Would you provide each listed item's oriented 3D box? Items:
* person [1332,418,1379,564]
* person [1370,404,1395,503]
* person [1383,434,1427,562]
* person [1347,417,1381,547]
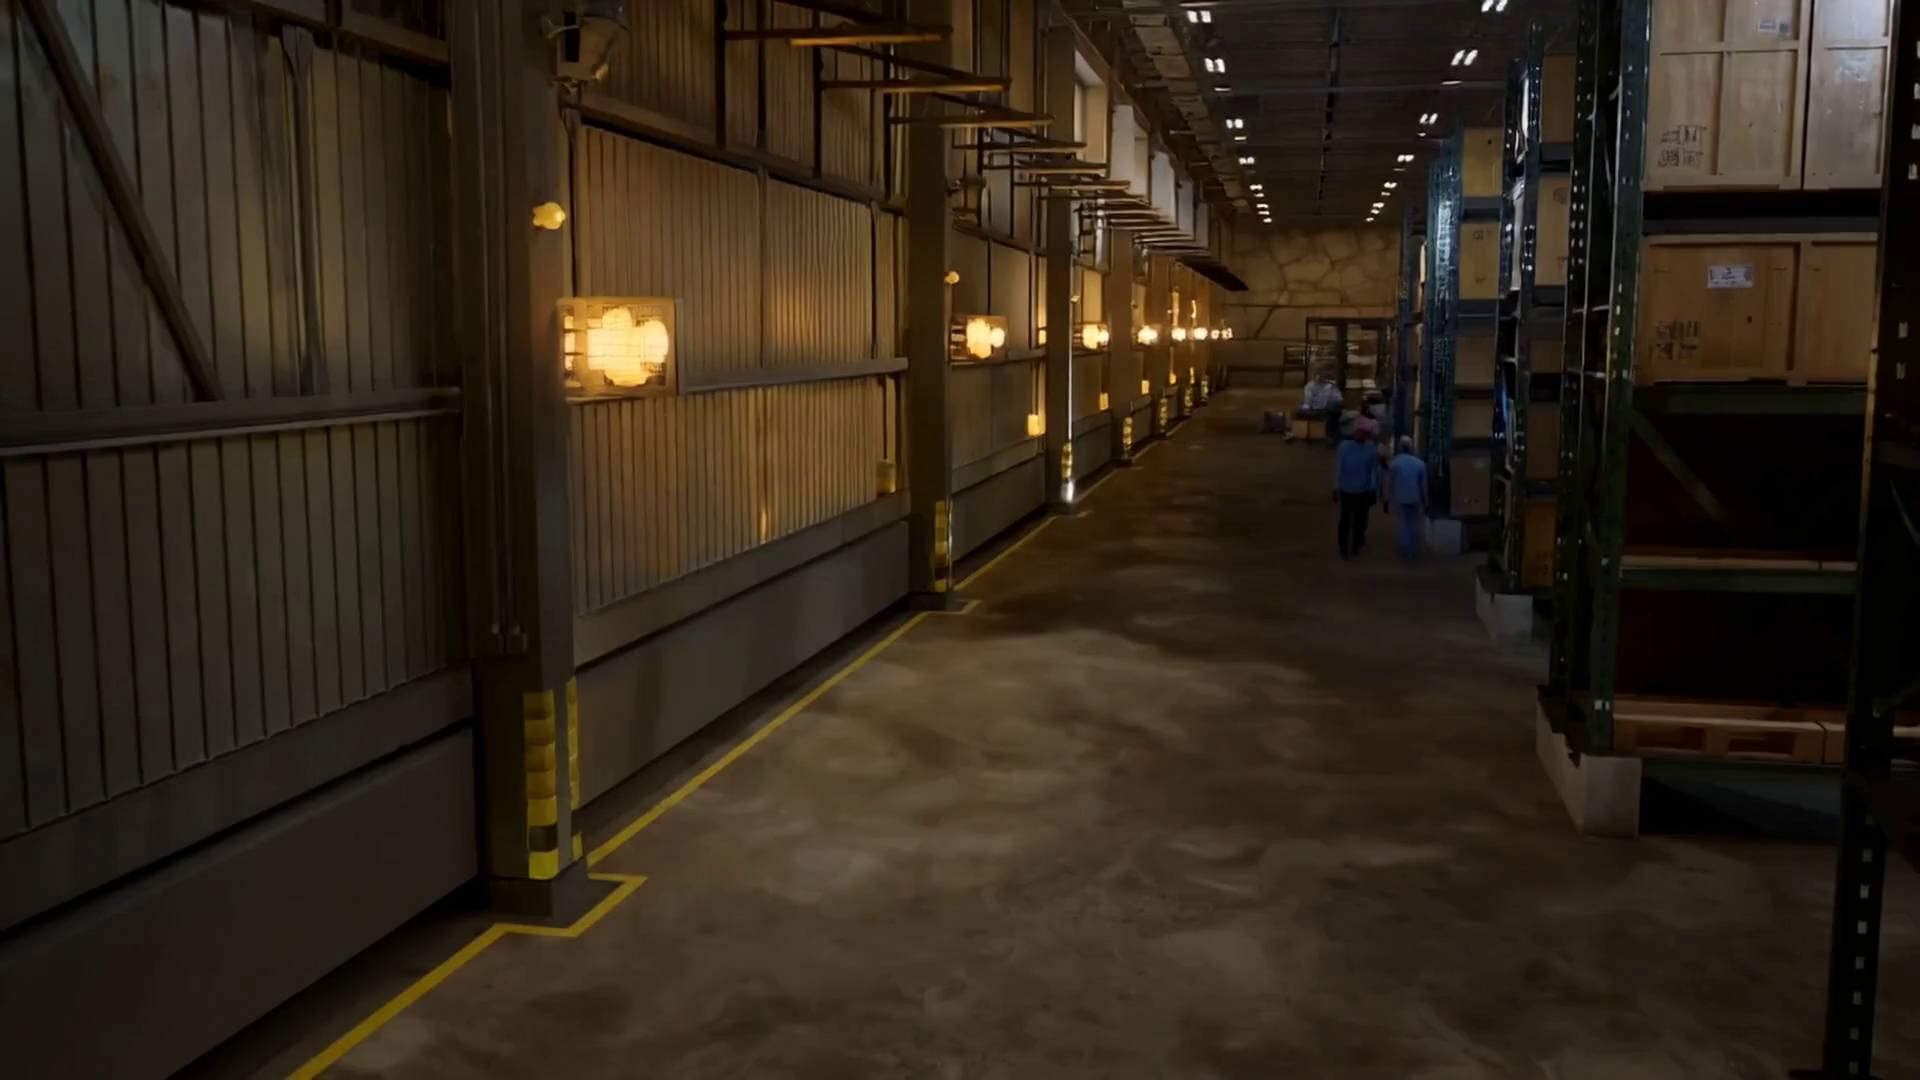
[{"bbox_3d":[5.297,-0.665,22.373,0.695,1.960,0.591,-2,7,-16],"label":"person"},{"bbox_3d":[7.555,-1.556,30.079,0.600,1.808,0.756,2,7,14],"label":"person"},{"bbox_3d":[6.004,-0.564,22.499,0.597,1.725,0.546,0,7,-2],"label":"person"},{"bbox_3d":[5.734,-0.810,23.803,0.571,1.881,0.989,2,7,14],"label":"person"}]
